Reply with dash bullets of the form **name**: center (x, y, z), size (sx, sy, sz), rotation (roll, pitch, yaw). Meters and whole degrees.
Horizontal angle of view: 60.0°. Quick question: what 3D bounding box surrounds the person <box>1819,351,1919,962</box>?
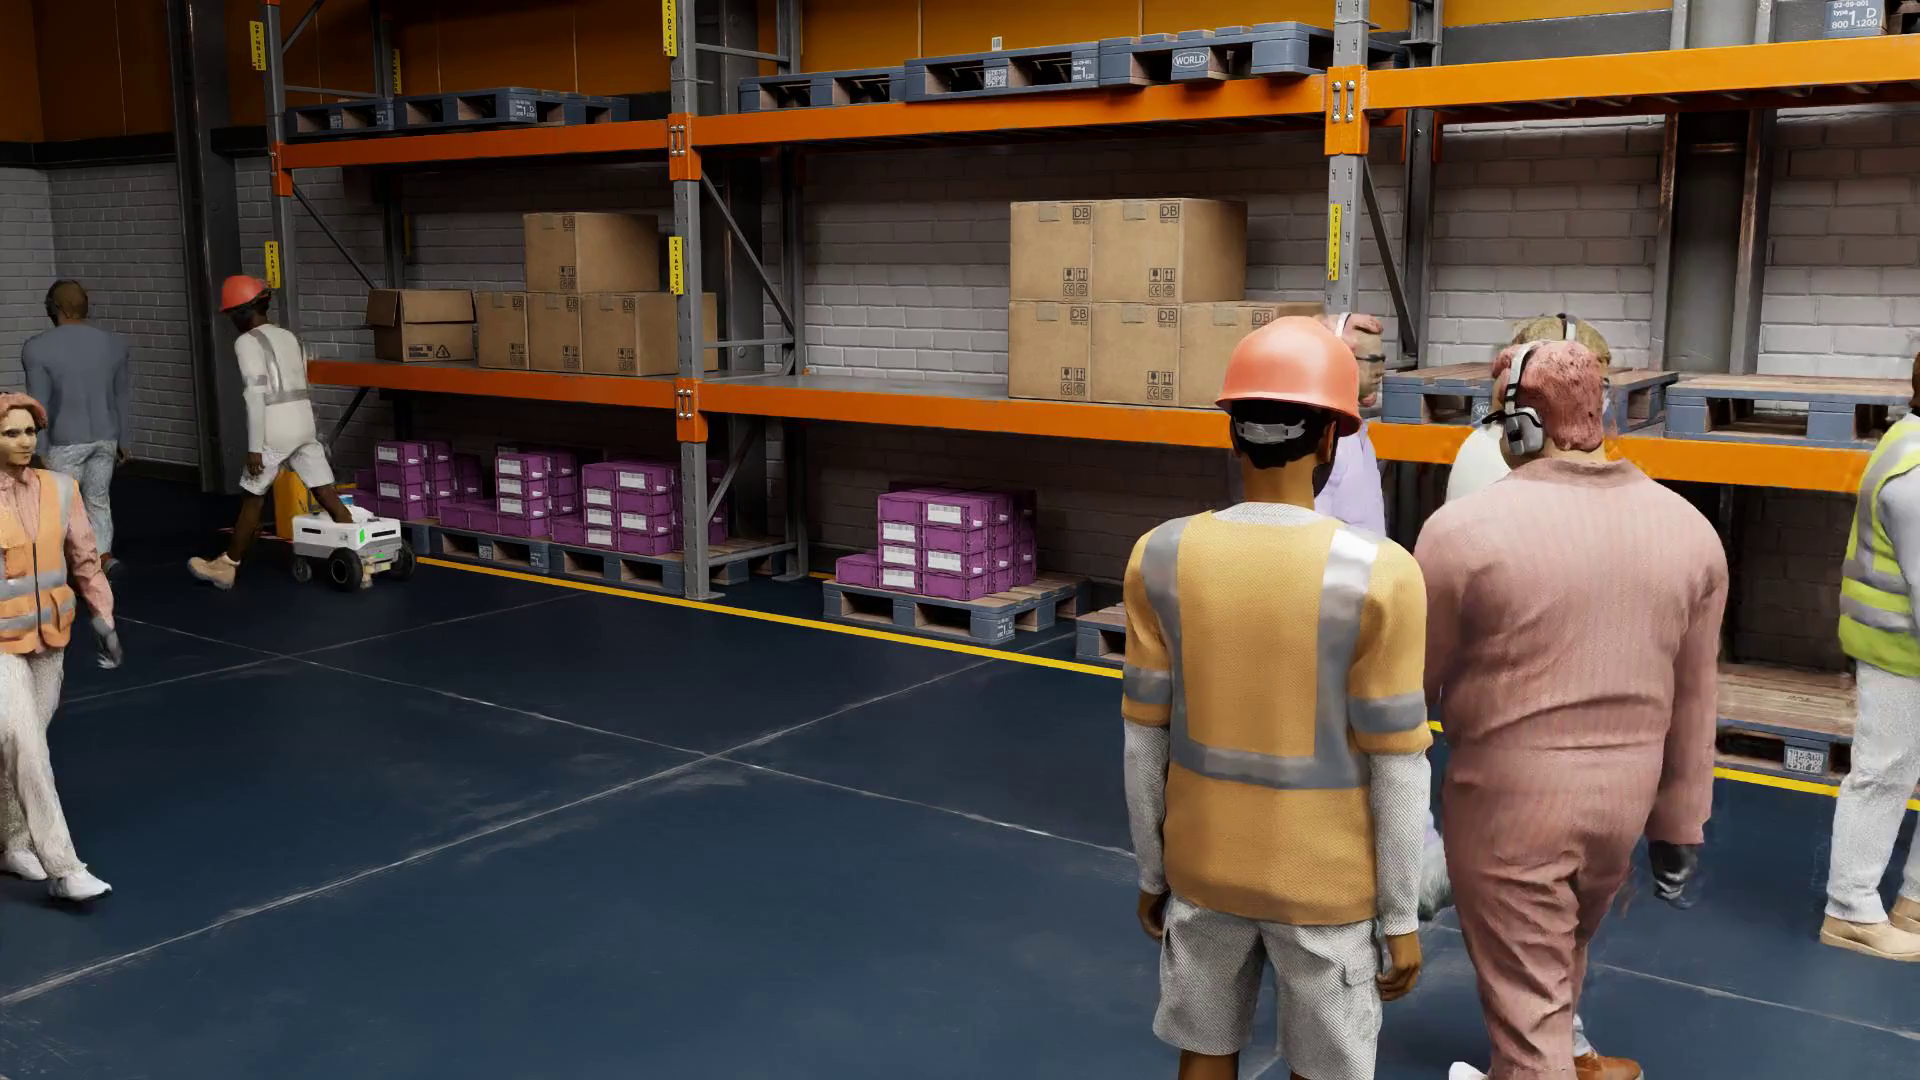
- **person**: center (2.806, 0.334, 4.700), size (0.619, 1.820, 0.646), rotation (6, 11, 32)

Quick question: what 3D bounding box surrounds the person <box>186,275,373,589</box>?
- **person**: center (-4.187, -0.636, 10.162), size (1.195, 1.924, 0.621), rotation (2, 10, 12)

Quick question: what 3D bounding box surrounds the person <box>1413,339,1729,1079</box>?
- **person**: center (1.145, 0.522, 3.480), size (0.632, 1.861, 0.896), rotation (-3, 10, -15)

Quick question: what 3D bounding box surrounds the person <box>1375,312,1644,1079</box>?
- **person**: center (1.294, 0.405, 4.019), size (0.719, 1.910, 0.632), rotation (0, 10, 2)

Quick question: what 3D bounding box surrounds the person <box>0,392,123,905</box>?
- **person**: center (-2.889, 0.344, 5.248), size (0.782, 1.602, 0.545), rotation (4, 10, 24)

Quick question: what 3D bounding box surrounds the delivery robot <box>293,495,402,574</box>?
- **delivery robot**: center (-3.843, -0.041, 10.418), size (0.707, 0.478, 0.477), rotation (6, 11, 32)

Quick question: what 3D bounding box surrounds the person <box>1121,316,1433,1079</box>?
- **person**: center (0.553, 0.580, 2.919), size (0.542, 1.929, 0.373), rotation (6, 11, 31)

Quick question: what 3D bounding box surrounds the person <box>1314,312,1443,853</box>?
- **person**: center (1.223, 0.230, 5.227), size (0.979, 1.857, 0.648), rotation (6, 11, 32)

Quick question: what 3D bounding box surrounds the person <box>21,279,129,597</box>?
- **person**: center (-5.144, -0.570, 9.795), size (0.582, 1.919, 0.634), rotation (6, 11, 33)

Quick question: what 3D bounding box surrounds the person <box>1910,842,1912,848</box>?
- **person**: center (3.453, 0.154, 5.381), size (0.588, 1.943, 0.628), rotation (6, 11, 34)
